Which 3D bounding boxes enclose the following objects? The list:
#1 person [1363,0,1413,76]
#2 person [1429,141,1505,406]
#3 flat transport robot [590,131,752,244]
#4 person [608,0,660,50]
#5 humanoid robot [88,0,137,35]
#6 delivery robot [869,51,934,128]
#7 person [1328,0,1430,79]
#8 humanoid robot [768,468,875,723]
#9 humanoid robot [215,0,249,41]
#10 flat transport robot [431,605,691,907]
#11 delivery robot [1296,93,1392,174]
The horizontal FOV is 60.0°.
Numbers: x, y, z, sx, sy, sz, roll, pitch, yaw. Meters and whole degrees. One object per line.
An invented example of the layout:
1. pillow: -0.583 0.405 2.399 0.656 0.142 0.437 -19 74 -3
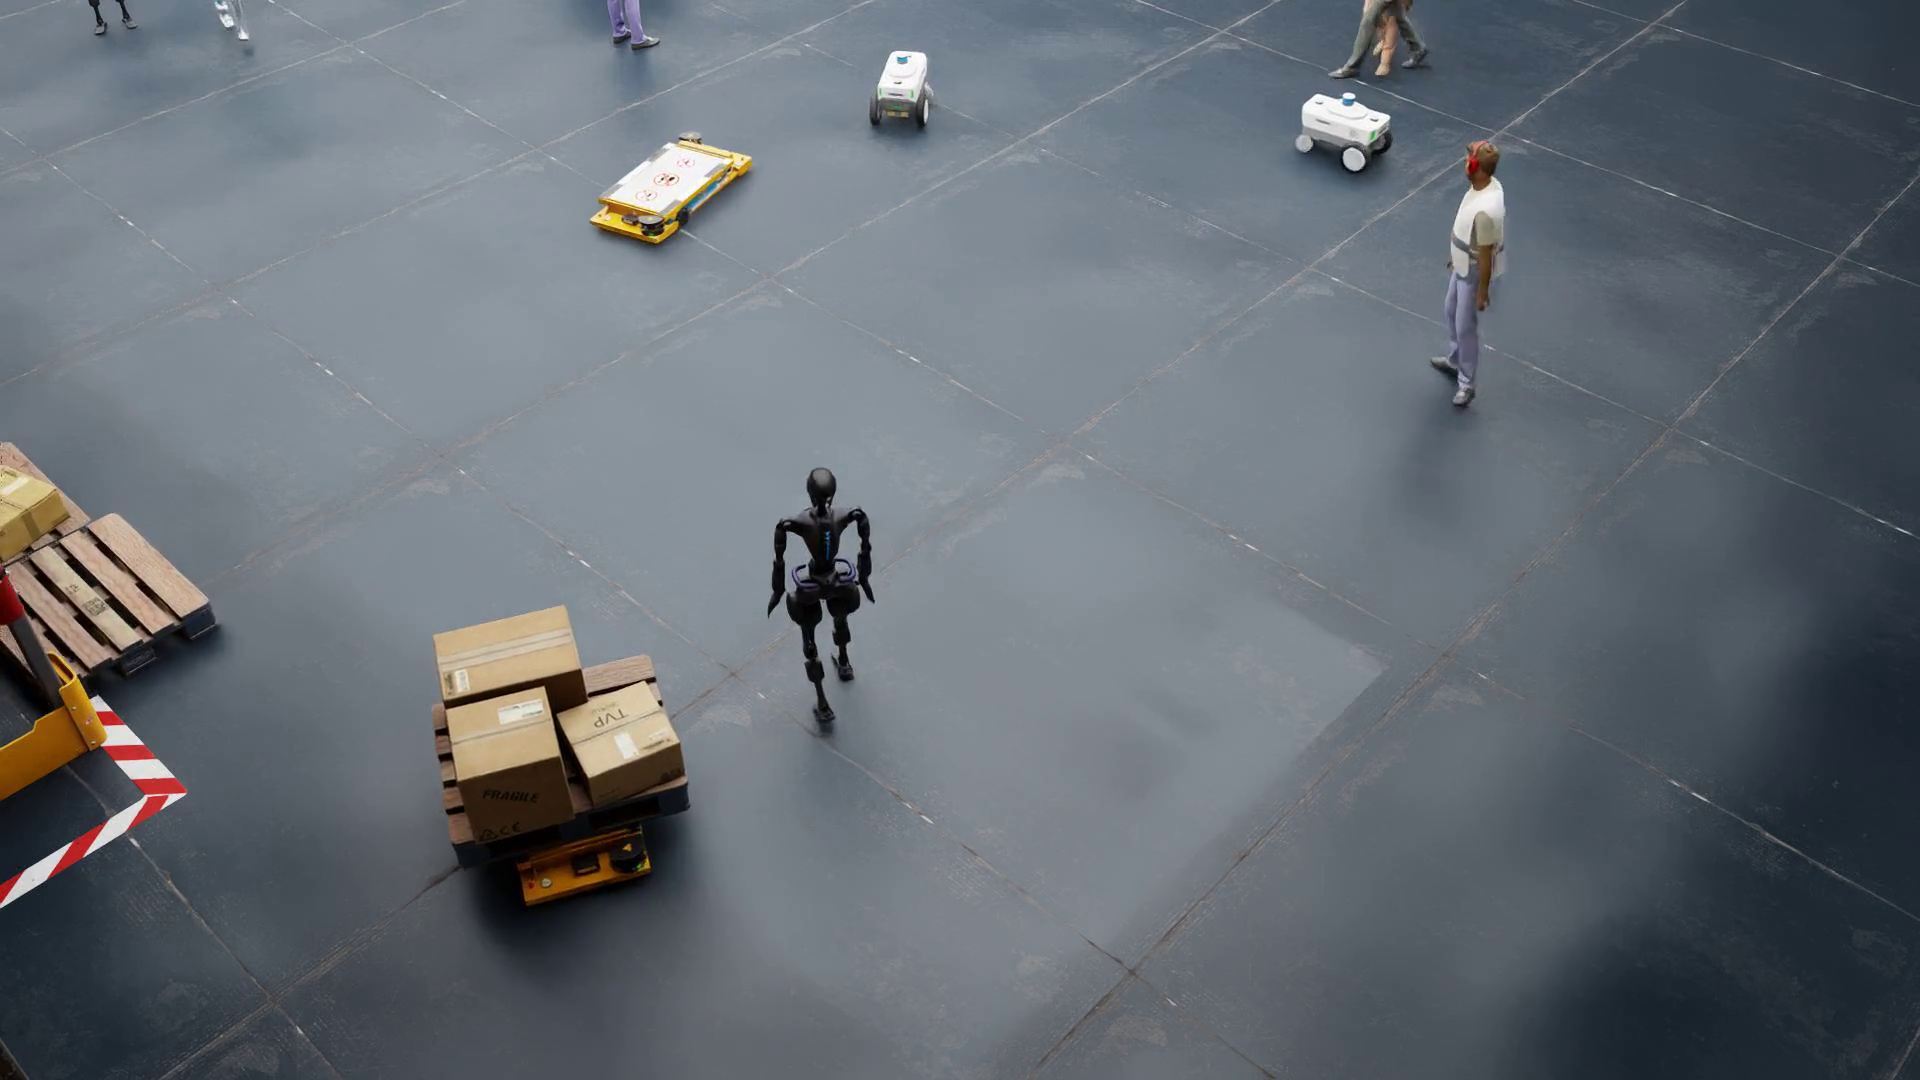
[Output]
1. person: 3.941 -5.131 15.137 0.542 1.727 0.413 28 49 28
2. person: 3.516 -1.817 11.398 0.414 1.804 0.732 6 42 6
3. flat transport robot: -2.383 -2.930 13.783 0.659 0.231 1.431 19 45 20
4. person: -3.165 -5.466 15.422 0.569 1.845 0.384 29 49 28
5. humanoid robot: -8.228 -5.636 15.727 0.599 1.657 0.315 -17 45 -18
6. delivery robot: -0.501 -4.026 14.792 0.525 0.601 0.772 5 42 6
7. person: 3.940 -5.048 15.000 0.962 1.795 0.590 -6 42 -7
8. humanoid robot: -0.772 0.271 9.196 0.609 1.651 0.603 -12 43 -13
9. humanoid robot: -6.981 -5.419 15.489 0.540 1.769 1.036 -22 46 -23
10. flat transport robot: -2.152 1.312 9.068 0.659 0.231 1.431 -13 44 -14
11. delivery robot: 3.284 -3.532 14.233 0.777 0.587 0.499 26 48 26
